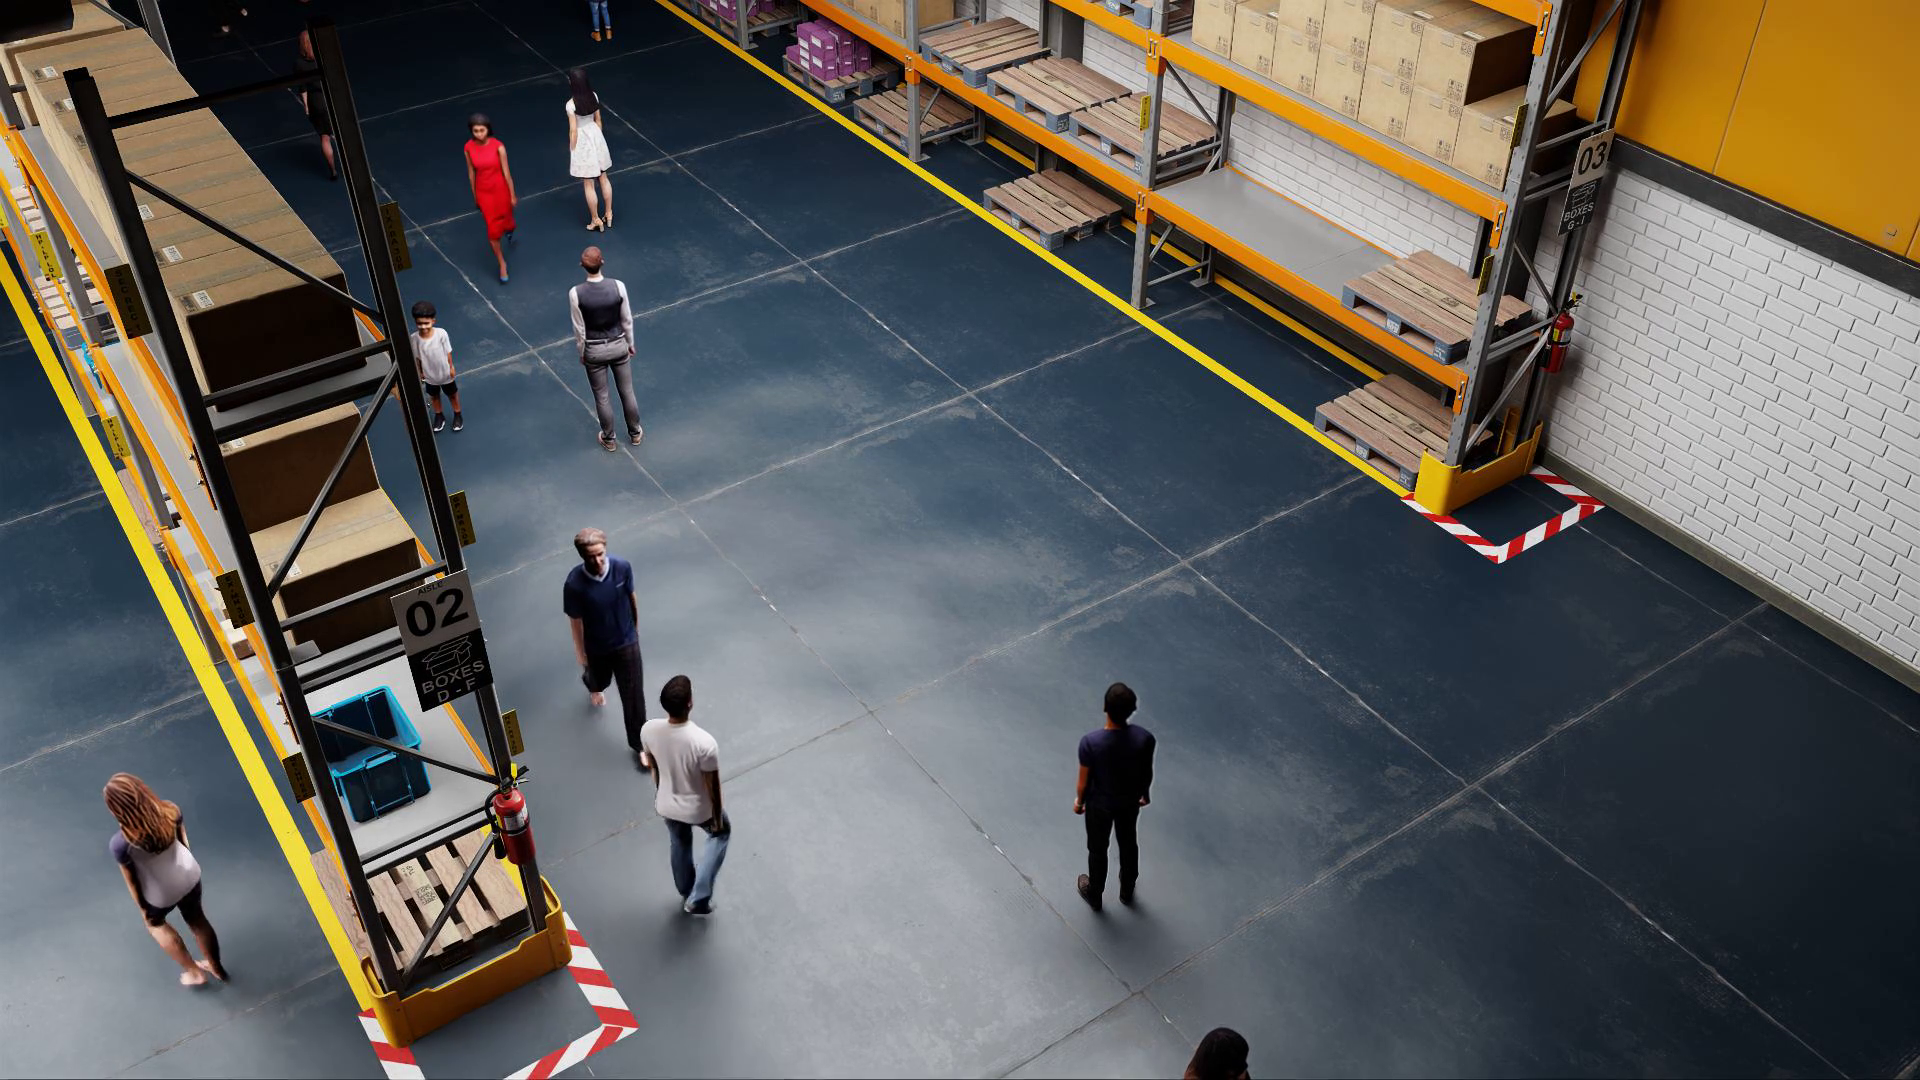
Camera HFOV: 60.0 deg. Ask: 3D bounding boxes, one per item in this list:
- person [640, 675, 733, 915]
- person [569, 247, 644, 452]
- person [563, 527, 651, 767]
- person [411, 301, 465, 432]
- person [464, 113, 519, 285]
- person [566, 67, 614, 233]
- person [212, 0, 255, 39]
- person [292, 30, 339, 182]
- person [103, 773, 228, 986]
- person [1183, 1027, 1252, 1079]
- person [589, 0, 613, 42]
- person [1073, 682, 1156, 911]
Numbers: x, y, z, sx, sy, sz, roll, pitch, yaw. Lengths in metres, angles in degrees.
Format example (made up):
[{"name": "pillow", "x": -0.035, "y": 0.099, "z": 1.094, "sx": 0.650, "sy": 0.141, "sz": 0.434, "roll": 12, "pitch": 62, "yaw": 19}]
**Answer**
[{"name": "person", "x": -1.700, "y": 1.639, "z": 10.120, "sx": 0.847, "sy": 1.846, "sz": 0.913, "roll": 12, "pitch": 40, "yaw": 15}, {"name": "person", "x": -3.007, "y": -1.630, "z": 14.140, "sx": 0.711, "sy": 1.938, "sz": 0.658, "roll": -13, "pitch": 40, "yaw": -16}, {"name": "person", "x": -2.437, "y": 0.644, "z": 11.372, "sx": 0.745, "sy": 1.839, "sz": 1.166, "roll": -19, "pitch": 42, "yaw": -22}, {"name": "person", "x": -4.582, "y": -1.533, "z": 14.564, "sx": 0.556, "sy": 1.257, "sz": 0.591, "roll": -6, "pitch": 39, "yaw": -7}, {"name": "person", "x": -4.640, "y": -3.470, "z": 16.620, "sx": 0.875, "sy": 1.719, "sz": 1.084, "roll": -4, "pitch": 39, "yaw": -5}, {"name": "person", "x": -3.870, "y": -4.064, "z": 17.320, "sx": 0.717, "sy": 1.774, "sz": 0.716, "roll": 28, "pitch": 46, "yaw": 30}, {"name": "person", "x": -9.572, "y": -7.266, "z": 21.573, "sx": 0.718, "sy": 1.470, "sz": 0.802, "roll": -14, "pitch": 41, "yaw": -17}, {"name": "person", "x": -6.966, "y": -4.753, "z": 18.238, "sx": 0.639, "sy": 1.705, "sz": 0.587, "roll": -12, "pitch": 40, "yaw": -15}, {"name": "person", "x": -4.562, "y": 2.044, "z": 9.719, "sx": 0.685, "sy": 1.715, "sz": 0.668, "roll": 24, "pitch": 44, "yaw": 27}, {"name": "person", "x": 1.230, "y": 3.023, "z": 8.495, "sx": 0.758, "sy": 1.712, "sz": 0.743, "roll": 18, "pitch": 42, "yaw": 21}, {"name": "person", "x": -4.715, "y": -7.114, "z": 21.558, "sx": 0.520, "sy": 1.251, "sz": 0.539, "roll": -17, "pitch": 42, "yaw": -20}, {"name": "person", "x": 0.940, "y": 1.590, "z": 10.226, "sx": 0.714, "sy": 1.790, "sz": 0.659, "roll": -9, "pitch": 39, "yaw": -11}]
